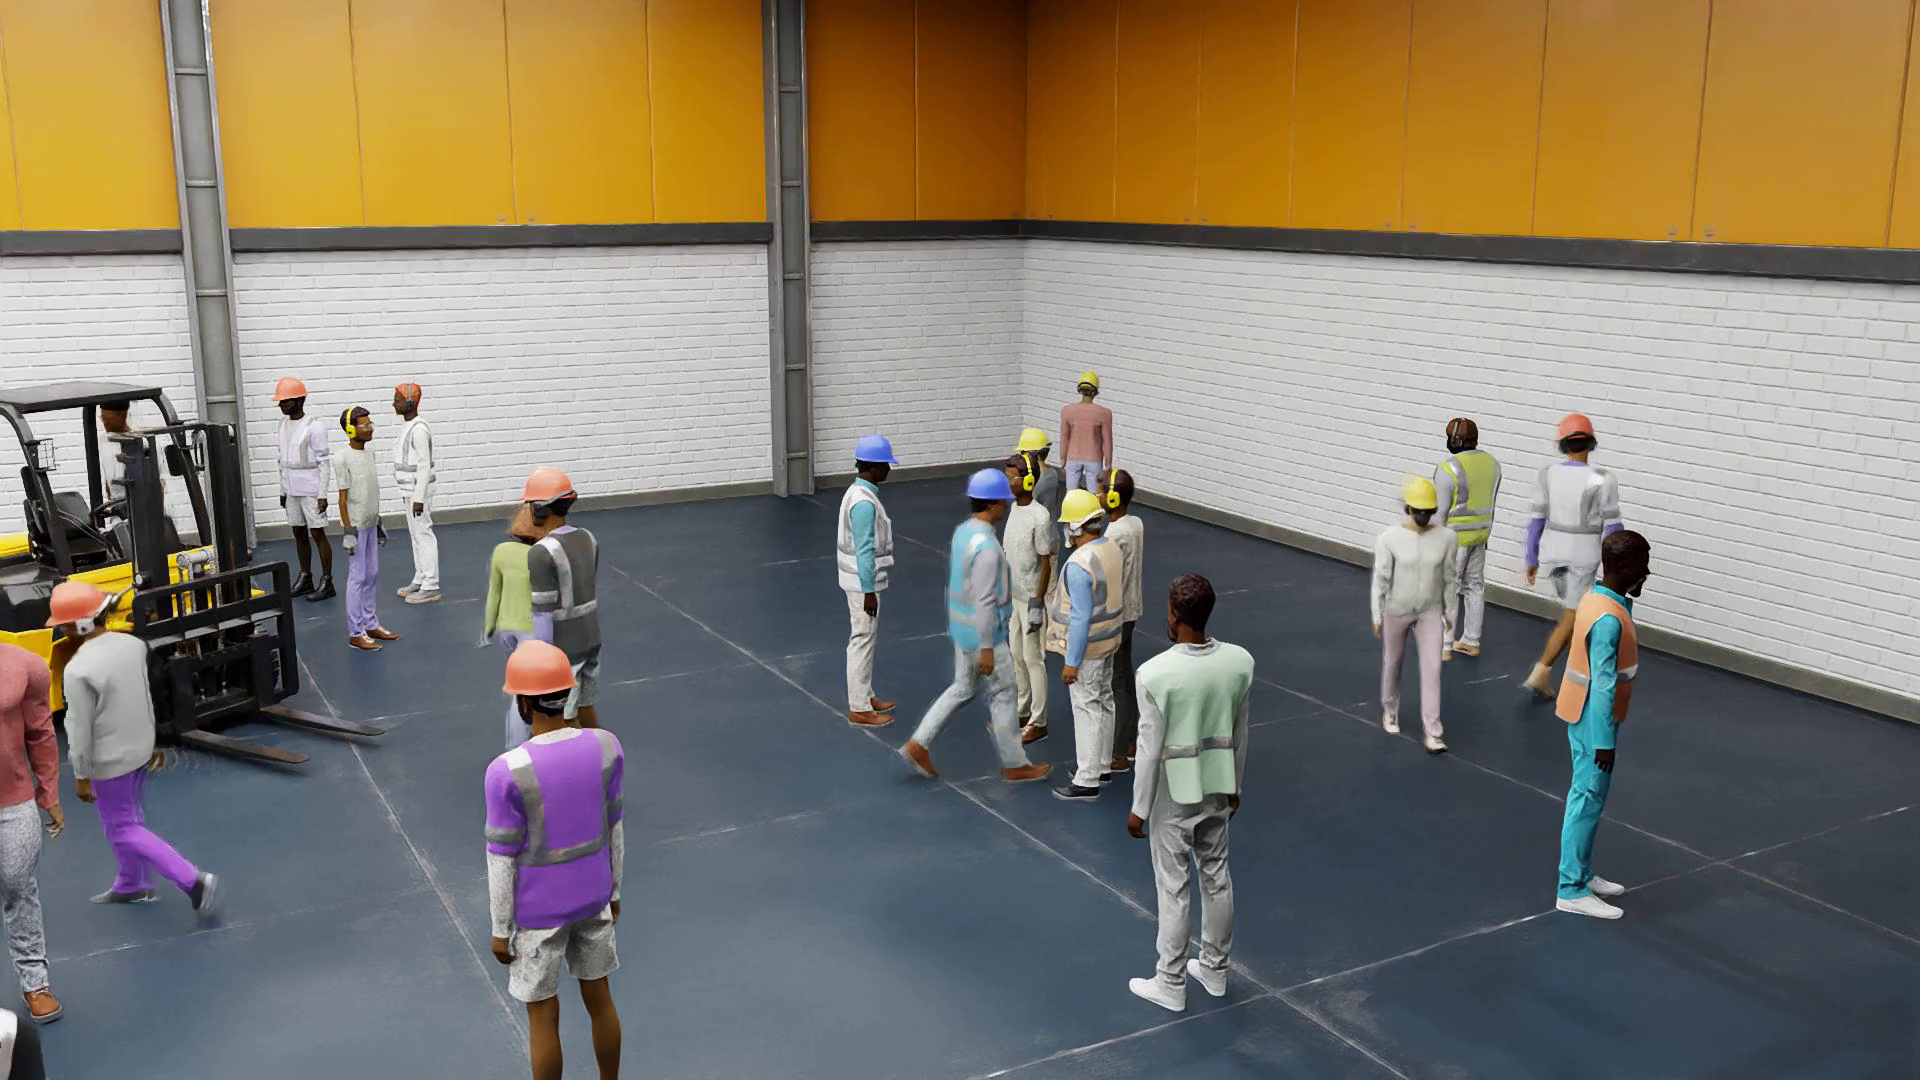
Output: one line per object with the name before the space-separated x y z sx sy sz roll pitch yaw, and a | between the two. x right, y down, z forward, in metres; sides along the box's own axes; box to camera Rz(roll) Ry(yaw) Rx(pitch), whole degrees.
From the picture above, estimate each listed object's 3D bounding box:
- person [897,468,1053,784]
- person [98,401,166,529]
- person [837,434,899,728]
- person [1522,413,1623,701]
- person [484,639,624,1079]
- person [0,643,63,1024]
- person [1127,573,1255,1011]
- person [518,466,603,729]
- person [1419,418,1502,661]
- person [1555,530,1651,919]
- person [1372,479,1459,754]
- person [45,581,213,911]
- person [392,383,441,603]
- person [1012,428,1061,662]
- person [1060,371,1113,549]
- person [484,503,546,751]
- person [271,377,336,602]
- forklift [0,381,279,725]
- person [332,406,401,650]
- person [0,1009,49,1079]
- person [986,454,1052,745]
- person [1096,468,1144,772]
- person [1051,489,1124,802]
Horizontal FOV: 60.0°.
person | 0.079 0.529 9.791 0.886 1.923 0.639 -3 12 -14
person | -6.629 -0.270 13.458 0.626 1.943 0.617 5 13 20
person | -0.601 0.268 10.957 0.415 1.939 0.603 -1 12 -3
person | 4.260 0.109 11.585 1.018 1.990 0.608 -8 15 -34
person | -1.484 1.308 6.098 0.544 1.930 0.388 -11 17 -43
person | -4.087 1.121 6.947 0.628 1.940 0.373 -9 15 -36
person | 0.987 1.085 7.163 0.590 1.919 0.392 -7 14 -30
person | -2.199 0.603 9.177 0.441 2.033 0.611 3 13 16
person | 3.742 -0.004 12.480 0.624 1.837 0.429 -7 14 -29
person | 3.116 0.884 8.132 0.397 1.911 0.587 4 13 19
person | 2.870 0.473 10.497 0.552 1.719 0.888 1 12 3
person | -3.974 1.016 7.988 0.696 1.720 0.576 0 12 2
person | -4.667 -0.406 14.238 0.355 1.882 0.576 -7 14 -29
person | 0.569 0.036 12.469 0.337 1.760 0.527 6 14 28
person | 1.232 -0.769 16.243 0.532 1.756 0.344 4 13 16
person | -2.646 0.556 10.392 0.530 1.598 0.713 6 14 27
person | -5.638 -0.431 14.228 0.551 1.935 0.375 6 14 27
forklift | -5.853 0.085 11.199 2.313 2.155 1.214 7 14 28
person | -4.587 -0.098 12.812 0.325 1.876 0.521 2 12 9
person | -2.658 1.790 4.395 0.576 1.692 0.343 -7 14 -30
person | 0.397 0.373 10.611 0.328 1.874 0.521 -5 13 -23
person | 0.935 0.483 10.106 0.328 1.870 0.510 5 13 21
person | 0.727 0.609 9.626 0.404 1.822 0.591 6 13 25
